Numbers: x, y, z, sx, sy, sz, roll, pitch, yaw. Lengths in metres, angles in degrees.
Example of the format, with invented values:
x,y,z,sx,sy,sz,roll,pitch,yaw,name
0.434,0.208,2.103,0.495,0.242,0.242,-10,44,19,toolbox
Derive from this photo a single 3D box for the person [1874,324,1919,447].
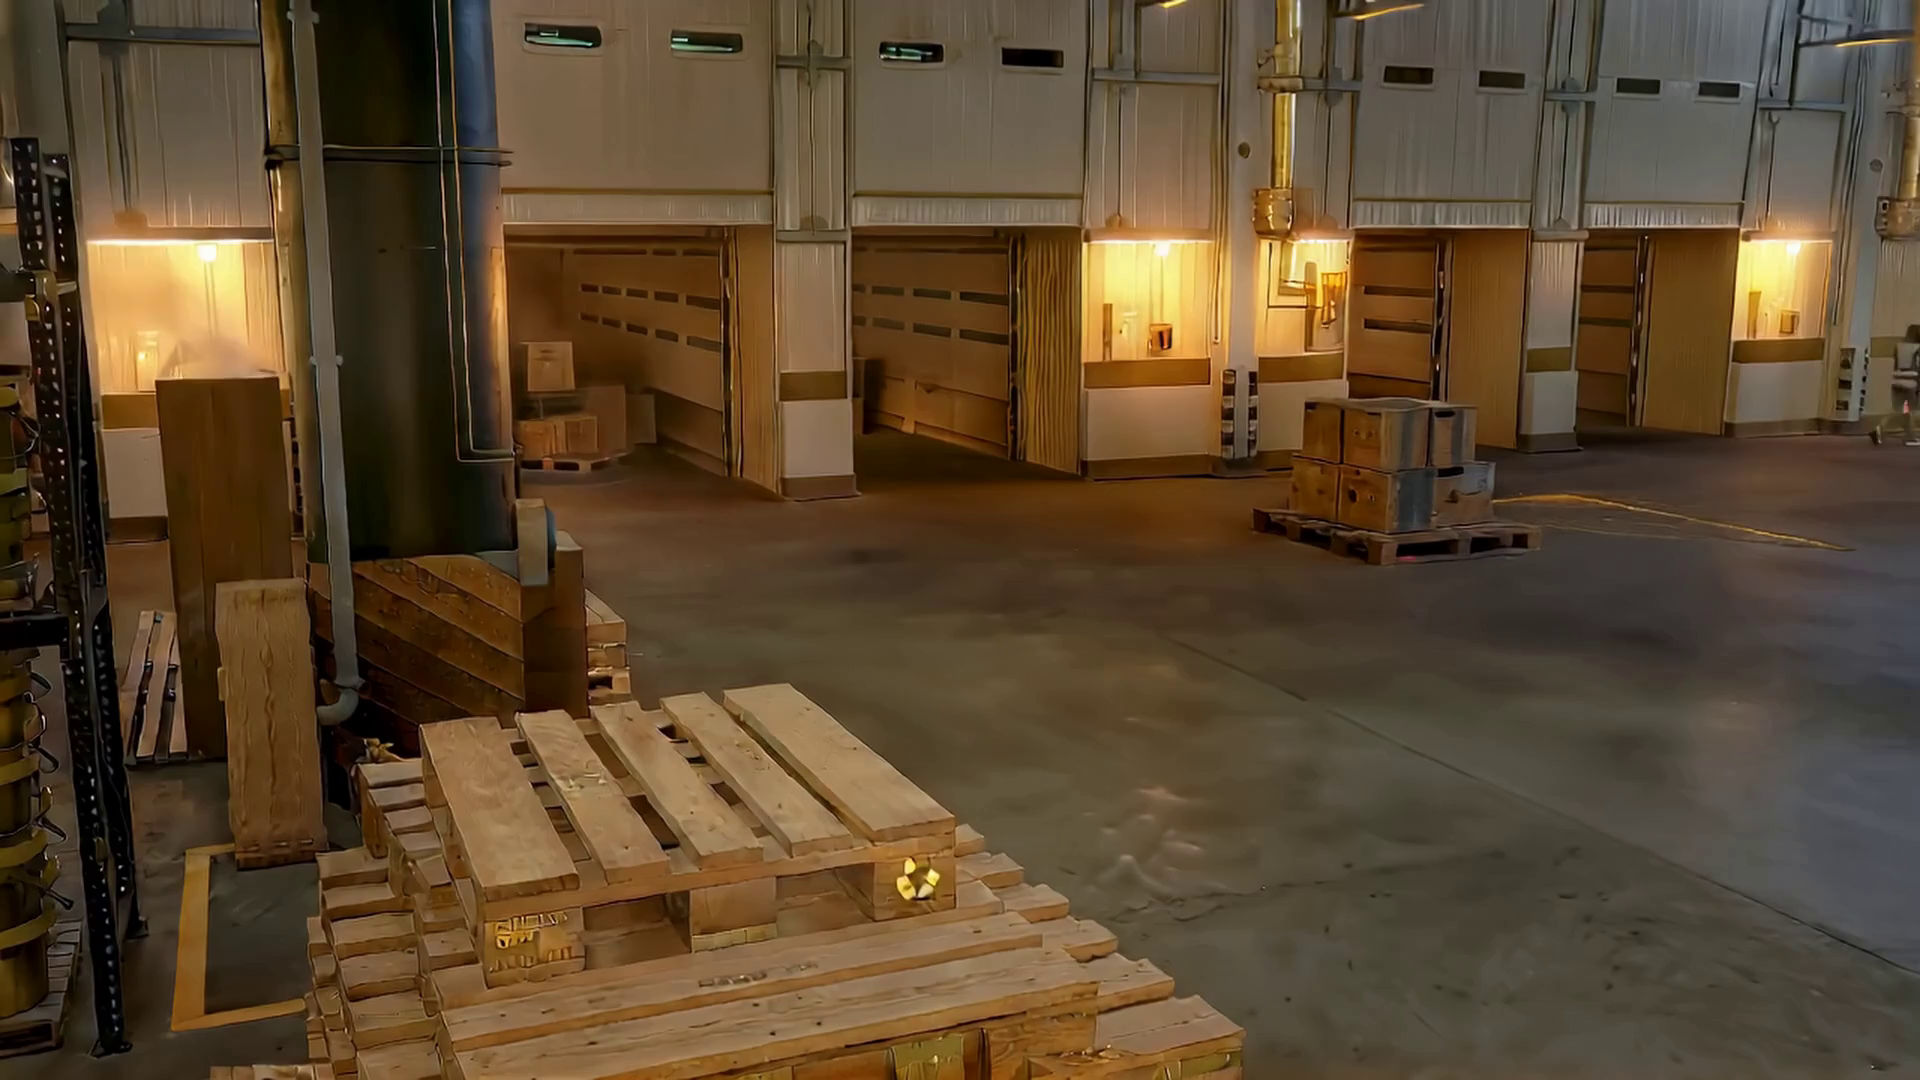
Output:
x,y,z,sx,sy,sz,roll,pitch,yaw,name
12.355,-2.017,21.763,0.660,1.608,0.520,-4,11,-19,person
